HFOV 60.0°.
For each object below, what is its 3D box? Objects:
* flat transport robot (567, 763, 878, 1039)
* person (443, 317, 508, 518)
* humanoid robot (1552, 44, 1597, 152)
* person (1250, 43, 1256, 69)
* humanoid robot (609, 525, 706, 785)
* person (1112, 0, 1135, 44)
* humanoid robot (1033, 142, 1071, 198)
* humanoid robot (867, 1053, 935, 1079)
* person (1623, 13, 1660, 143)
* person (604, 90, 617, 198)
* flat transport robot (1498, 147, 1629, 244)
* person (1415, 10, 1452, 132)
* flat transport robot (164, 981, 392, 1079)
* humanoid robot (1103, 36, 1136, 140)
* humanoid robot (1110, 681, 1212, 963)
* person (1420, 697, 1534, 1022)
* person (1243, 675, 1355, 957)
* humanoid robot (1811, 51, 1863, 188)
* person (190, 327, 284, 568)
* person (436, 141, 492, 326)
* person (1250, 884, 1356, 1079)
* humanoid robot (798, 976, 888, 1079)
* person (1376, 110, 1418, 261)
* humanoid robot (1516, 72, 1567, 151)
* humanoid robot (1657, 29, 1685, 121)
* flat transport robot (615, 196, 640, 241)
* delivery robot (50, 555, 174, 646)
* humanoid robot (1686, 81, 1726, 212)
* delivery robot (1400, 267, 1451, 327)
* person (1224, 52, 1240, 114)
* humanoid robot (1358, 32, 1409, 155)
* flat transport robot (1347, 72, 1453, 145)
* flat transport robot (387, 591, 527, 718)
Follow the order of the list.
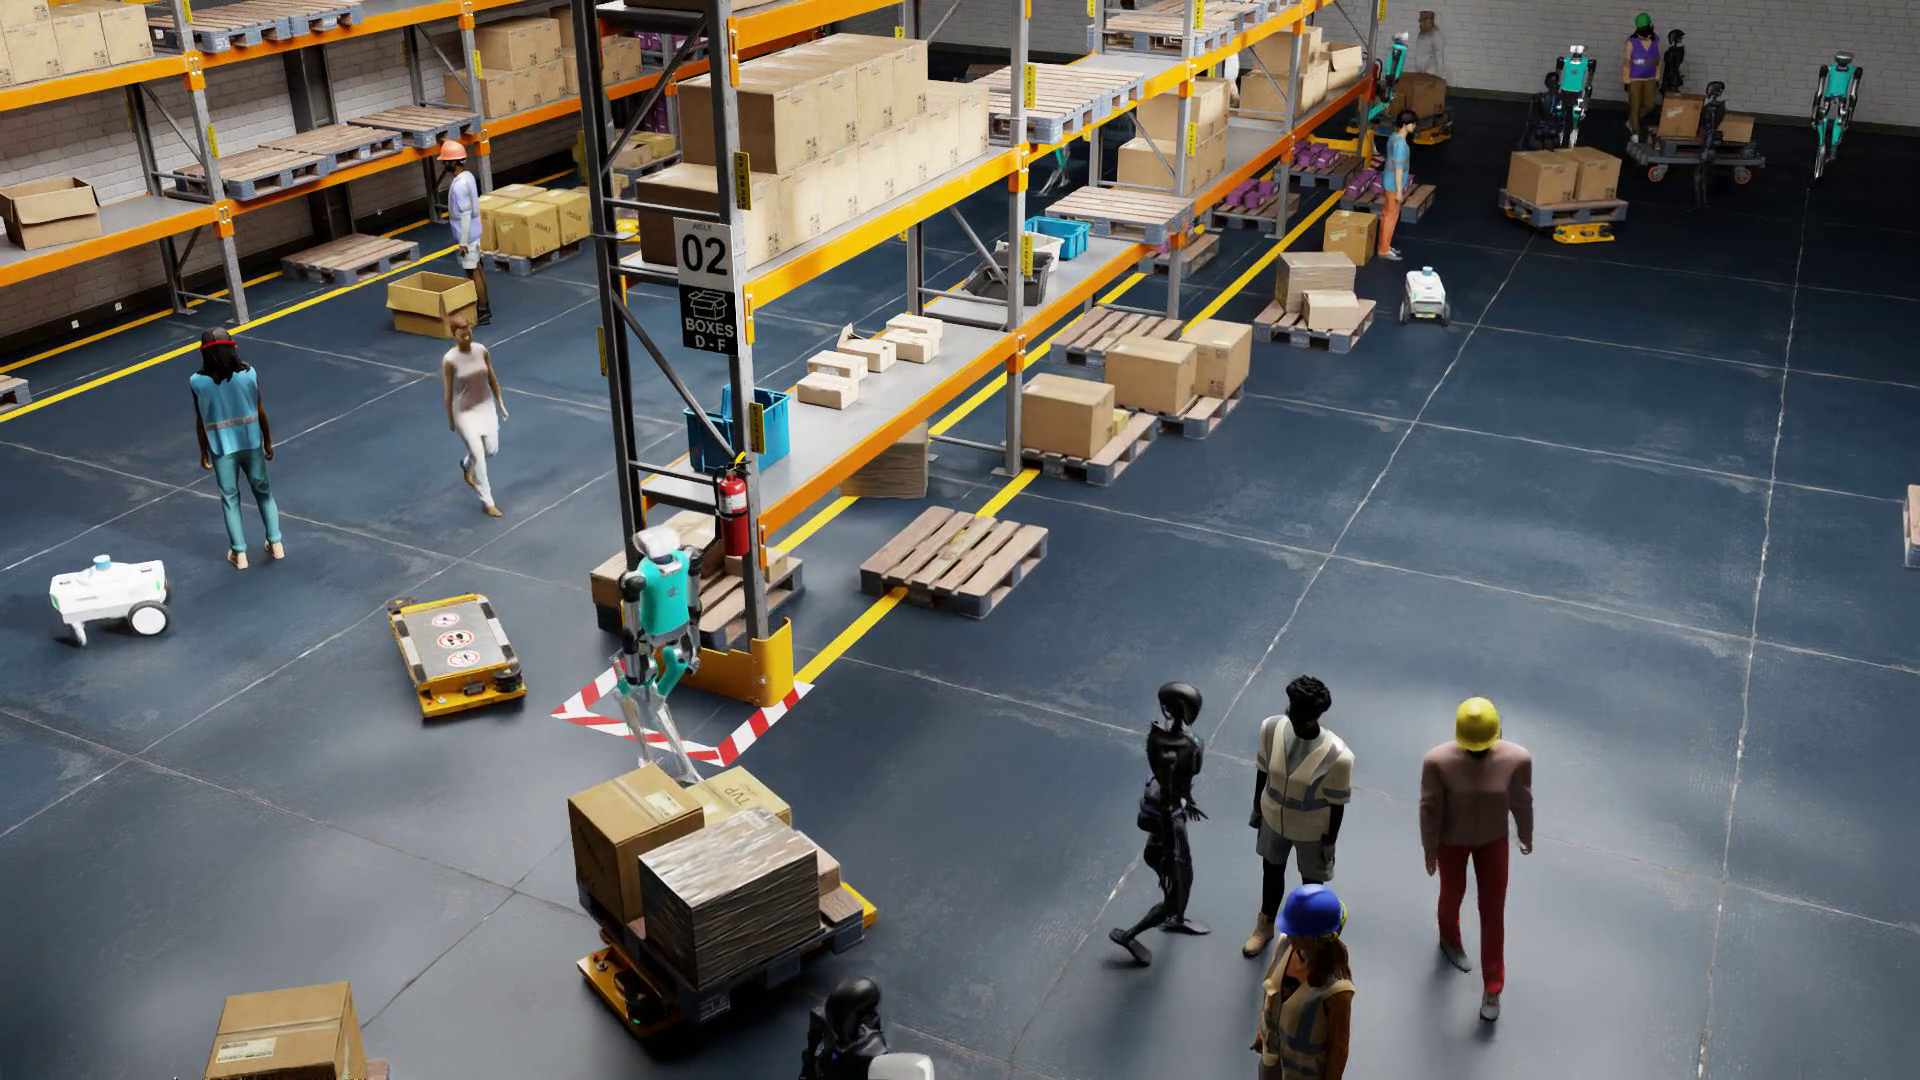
[{"bbox_3d":[-1.195,2.046,8.644,1.431,0.231,0.659,-20,32,-34],"label":"flat transport robot"},{"bbox_3d":[-3.917,-1.038,13.327,0.697,1.632,0.447,23,34,38],"label":"person"},{"bbox_3d":[8.629,-6.165,23.468,0.534,1.690,0.745,12,29,22],"label":"humanoid robot"},{"bbox_3d":[4.894,-7.629,26.386,0.562,1.870,0.399,15,30,27],"label":"person"},{"bbox_3d":[-1.862,0.659,9.803,0.796,1.764,0.544,22,34,38],"label":"humanoid robot"},{"bbox_3d":[2.670,-7.804,26.802,0.533,1.816,0.439,-6,27,-12],"label":"person"},{"bbox_3d":[1.327,-5.410,22.092,0.549,1.755,1.041,20,33,35],"label":"humanoid robot"},{"bbox_3d":[-0.106,2.683,5.709,0.619,1.779,0.842,-3,26,-6],"label":"humanoid robot"},{"bbox_3d":[10.192,-6.933,24.947,0.576,1.907,0.602,-2,26,-4],"label":"person"},{"bbox_3d":[-4.591,-5.105,21.312,0.390,1.846,0.565,-4,27,-9],"label":"person"},{"bbox_3d":[7.513,-3.995,20.848,0.659,0.231,1.431,-6,27,-12],"label":"flat transport robot"},{"bbox_3d":[7.224,-7.154,25.447,0.868,1.856,0.681,-3,26,-6],"label":"person"},{"bbox_3d":[-3.011,2.906,6.907,0.659,0.231,1.431,-5,27,-10],"label":"flat transport robot"},{"bbox_3d":[2.459,-6.861,25.069,0.697,1.630,0.616,5,27,10],"label":"humanoid robot"},{"bbox_3d":[1.043,1.406,8.357,0.479,1.637,0.592,7,27,14],"label":"humanoid robot"},{"bbox_3d":[2.515,1.507,8.091,0.603,1.712,0.760,2,26,4],"label":"person"},{"bbox_3d":[1.683,1.412,8.318,0.532,1.693,0.320,22,34,37],"label":"person"},{"bbox_3d":[11.863,-5.672,22.606,0.546,1.771,0.943,10,28,19],"label":"humanoid robot"},{"bbox_3d":[-5.379,-0.680,12.365,0.504,1.862,0.394,-17,31,-31],"label":"person"},{"bbox_3d":[-5.171,-3.191,17.346,0.366,1.935,0.551,-3,27,-6],"label":"person"},{"bbox_3d":[1.369,2.131,6.773,0.309,1.778,0.465,-14,29,-25],"label":"person"},{"bbox_3d":[-0.434,2.334,6.516,0.601,1.626,0.723,23,35,39],"label":"humanoid robot"},{"bbox_3d":[5.117,-4.161,19.508,0.329,1.758,0.503,3,26,6],"label":"person"},{"bbox_3d":[7.674,-5.331,21.964,0.598,1.654,0.314,-4,27,-8],"label":"humanoid robot"},{"bbox_3d":[10.662,-6.815,24.961,0.354,1.642,0.609,3,27,6],"label":"humanoid robot"},{"bbox_3d":[-4.035,-4.039,20.936,0.659,0.231,1.431,2,26,5],"label":"flat transport robot"},{"bbox_3d":[-5.916,0.396,11.677,0.786,0.614,0.499,-10,28,-18],"label":"delivery robot"},{"bbox_3d":[9.663,-5.075,21.450,0.345,1.644,0.612,10,28,19],"label":"humanoid robot"},{"bbox_3d":[4.949,-2.605,17.716,0.499,0.592,0.795,4,27,7],"label":"delivery robot"},{"bbox_3d":[4.032,-6.906,25.096,0.533,1.718,0.566,12,29,22],"label":"person"},{"bbox_3d":[6.104,-6.497,24.248,0.688,1.782,0.544,9,28,18],"label":"humanoid robot"},{"bbox_3d":[6.728,-6.284,25.472,1.431,0.231,0.659,21,33,36],"label":"flat transport robot"},{"bbox_3d":[-3.439,0.734,11.296,0.659,0.231,1.431,-12,29,-23],"label":"flat transport robot"}]
